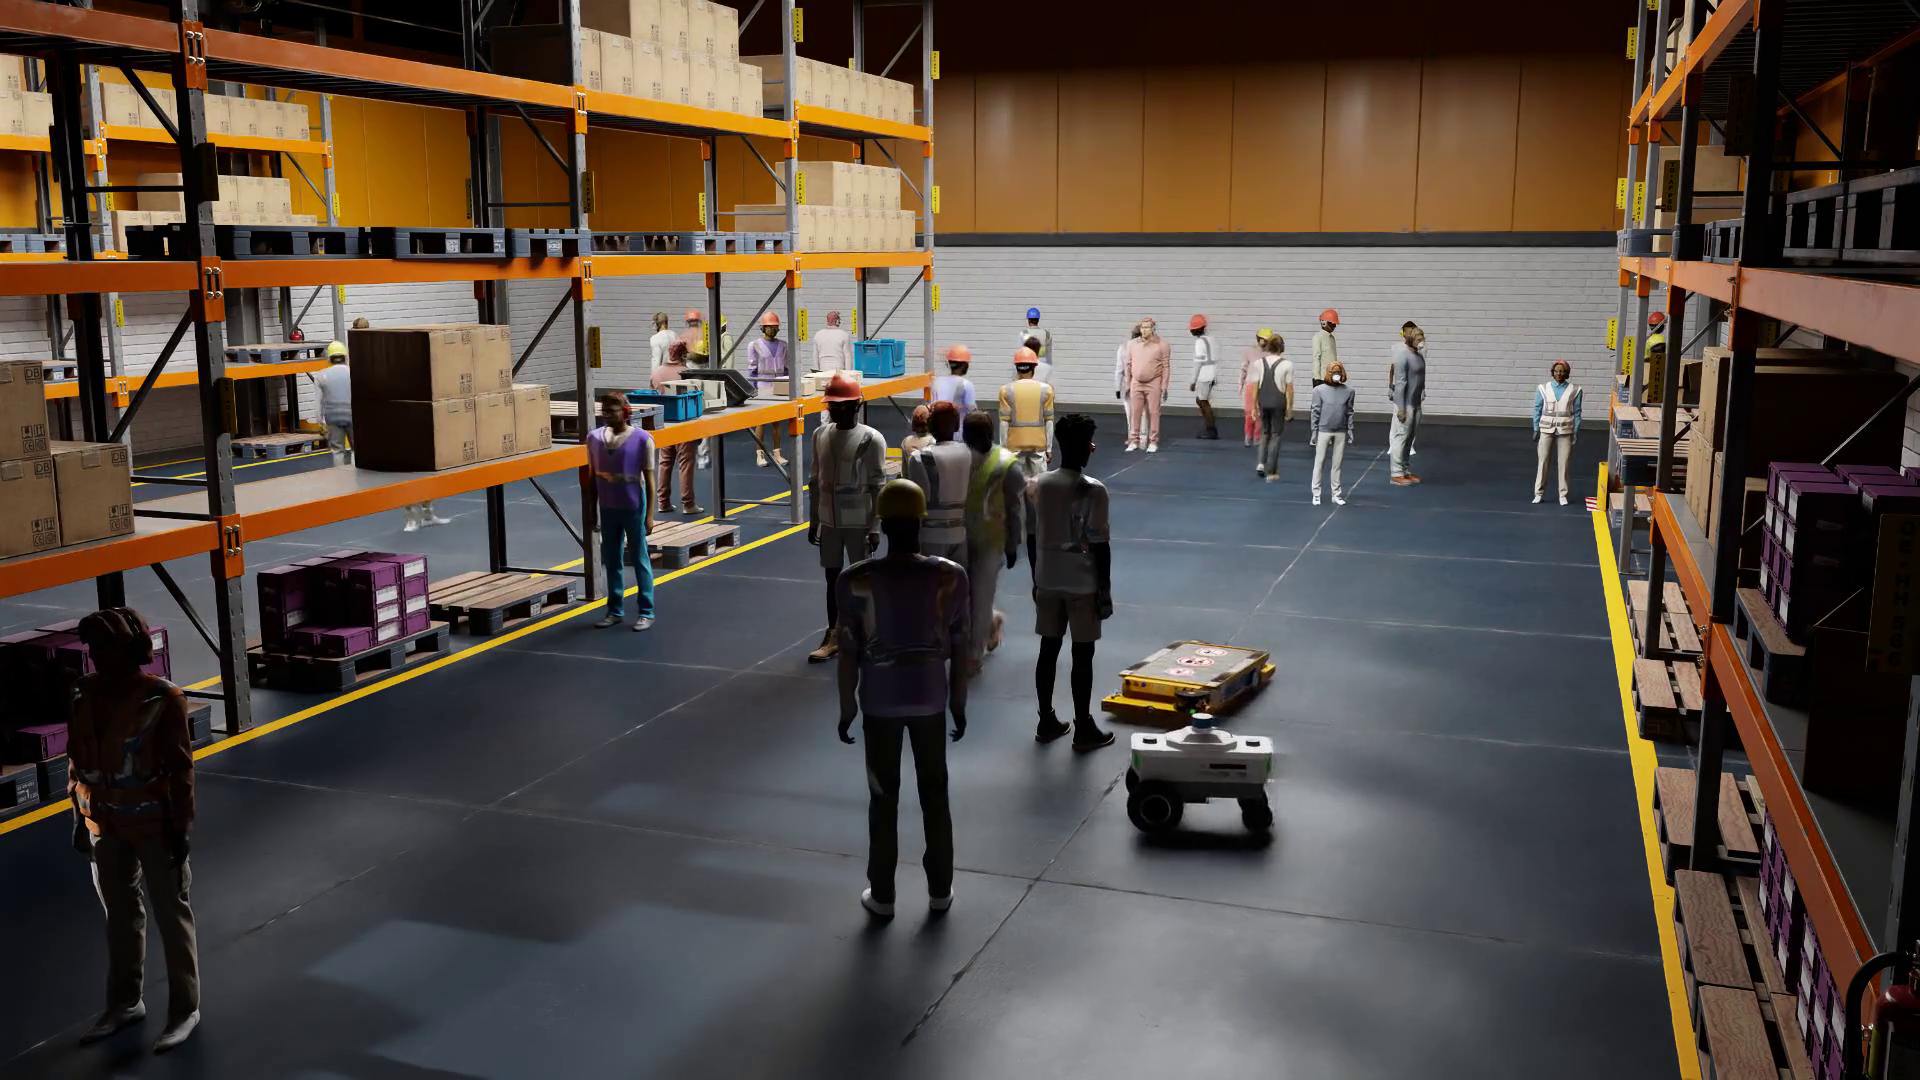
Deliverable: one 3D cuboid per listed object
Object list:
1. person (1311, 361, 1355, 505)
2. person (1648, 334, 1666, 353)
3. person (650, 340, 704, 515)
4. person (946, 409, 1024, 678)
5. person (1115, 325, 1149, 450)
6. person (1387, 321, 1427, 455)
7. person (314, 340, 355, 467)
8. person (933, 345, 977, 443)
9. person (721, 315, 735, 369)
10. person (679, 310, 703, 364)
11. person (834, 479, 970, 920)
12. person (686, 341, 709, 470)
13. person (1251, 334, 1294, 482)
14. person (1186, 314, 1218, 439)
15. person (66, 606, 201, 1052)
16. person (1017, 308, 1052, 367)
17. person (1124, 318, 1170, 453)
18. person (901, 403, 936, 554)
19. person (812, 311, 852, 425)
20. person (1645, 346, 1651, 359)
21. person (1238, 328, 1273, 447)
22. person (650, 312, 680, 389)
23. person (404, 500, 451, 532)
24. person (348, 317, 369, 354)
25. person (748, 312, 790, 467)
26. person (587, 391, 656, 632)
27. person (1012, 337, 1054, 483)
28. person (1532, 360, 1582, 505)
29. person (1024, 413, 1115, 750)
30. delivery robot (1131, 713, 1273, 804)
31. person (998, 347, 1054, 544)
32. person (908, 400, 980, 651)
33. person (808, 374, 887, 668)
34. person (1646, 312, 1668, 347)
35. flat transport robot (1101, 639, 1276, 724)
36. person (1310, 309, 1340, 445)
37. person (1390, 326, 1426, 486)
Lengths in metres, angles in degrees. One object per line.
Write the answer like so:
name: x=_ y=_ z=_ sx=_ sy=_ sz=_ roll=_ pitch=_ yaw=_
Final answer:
person: x=4.198 y=-1.204 z=18.743 sx=0.501 sy=1.632 sz=0.280 roll=-1 pitch=10 yaw=-6
person: x=8.259 y=-1.493 z=19.723 sx=0.400 sy=1.875 sz=0.628 roll=-2 pitch=10 yaw=-11
person: x=-3.061 y=-1.227 z=18.155 sx=0.636 sy=1.899 sz=0.396 roll=5 pitch=11 yaw=27
person: x=0.145 y=-0.007 z=11.468 sx=0.632 sy=1.822 sz=0.747 roll=6 pitch=11 yaw=29
person: x=2.582 y=-2.230 z=24.103 sx=0.642 sy=1.802 sz=0.792 roll=2 pitch=10 yaw=10
person: x=6.255 y=-2.121 z=23.245 sx=0.521 sy=1.873 sz=0.336 roll=2 pitch=10 yaw=12
person: x=-7.207 y=-1.417 z=19.422 sx=0.626 sy=1.812 sz=0.435 roll=-3 pitch=11 yaw=-17
person: x=-0.039 y=-1.106 z=17.507 sx=1.012 sy=1.887 sz=0.565 roll=-8 pitch=13 yaw=-40
person: x=-3.822 y=-2.704 z=26.660 sx=0.403 sy=1.821 sz=0.597 roll=-5 pitch=11 yaw=-25
person: x=-4.026 y=-2.518 z=25.296 sx=0.631 sy=1.925 sz=1.057 roll=-2 pitch=10 yaw=-13
person: x=-0.252 y=0.693 z=7.246 sx=0.590 sy=1.923 sz=0.383 roll=-2 pitch=10 yaw=-10
person: x=-3.403 y=-1.809 z=22.026 sx=0.501 sy=1.681 sz=0.882 roll=0 pitch=10 yaw=-1
person: x=3.887 y=-1.635 z=20.621 sx=0.506 sy=1.826 sz=0.431 roll=7 pitch=12 yaw=33
person: x=3.653 y=-2.447 z=25.025 sx=0.531 sy=1.889 sz=0.591 roll=3 pitch=11 yaw=18
person: x=-3.013 y=1.044 z=6.067 sx=0.514 sy=1.641 sz=0.309 roll=3 pitch=10 yaw=15
person: x=1.155 y=-2.661 z=26.066 sx=0.614 sy=1.945 sz=0.406 roll=-5 pitch=11 yaw=-25
person: x=2.631 y=-2.180 z=23.536 sx=0.658 sy=1.907 sz=0.407 roll=4 pitch=11 yaw=24
person: x=-0.280 y=-0.291 z=13.582 sx=0.310 sy=1.642 sz=0.514 roll=-10 pitch=14 yaw=-44
person: x=-1.953 y=-2.596 z=25.815 sx=0.642 sy=1.909 sz=0.399 roll=4 pitch=11 yaw=22
person: x=8.370 y=-1.525 z=20.353 sx=0.548 sy=1.703 sz=0.772 roll=6 pitch=12 yaw=32
person: x=4.318 y=-2.195 z=24.055 sx=0.557 sy=1.726 sz=0.706 roll=1 pitch=10 yaw=7
person: x=-4.382 y=-2.401 z=24.638 sx=0.372 sy=1.938 sz=0.630 roll=4 pitch=11 yaw=24
person: x=-5.547 y=-1.002 z=17.069 sx=0.388 sy=1.834 sz=0.702 roll=10 pitch=14 yaw=43
person: x=-8.191 y=-2.105 z=22.987 sx=0.358 sy=1.931 sz=0.628 roll=4 pitch=11 yaw=22
person: x=-2.506 y=-1.994 z=22.032 sx=0.607 sy=2.048 sz=0.366 roll=-7 pitch=12 yaw=-34
person: x=-2.553 y=-0.223 z=12.658 sx=0.565 sy=1.837 sz=0.389 roll=4 pitch=11 yaw=20
person: x=0.863 y=-1.539 z=20.143 sx=0.520 sy=1.819 sz=0.974 roll=-4 pitch=11 yaw=-23
person: x=6.729 y=-1.211 z=18.770 sx=0.514 sy=1.641 sz=0.307 roll=4 pitch=11 yaw=22
person: x=0.645 y=0.238 z=9.690 sx=0.607 sy=1.966 sz=0.367 roll=9 pitch=13 yaw=41
delivery robot: x=1.222 y=1.122 z=8.422 sx=0.707 sy=0.478 sz=0.477 roll=1 pitch=10 yaw=5
person: x=0.641 y=-0.922 z=16.329 sx=0.547 sy=1.929 sz=0.385 roll=-1 pitch=10 yaw=-5
person: x=-0.103 y=-0.015 z=11.343 sx=0.584 sy=1.883 sz=0.345 roll=-6 pitch=12 yaw=-29
person: x=-0.803 y=-0.134 z=11.569 sx=0.608 sy=2.044 sz=0.373 roll=5 pitch=11 yaw=28
person: x=10.282 y=-2.409 z=24.662 sx=0.341 sy=1.942 sz=0.552 roll=0 pitch=10 yaw=-2
flat transport robot: x=1.504 y=0.895 z=10.760 sx=0.652 sy=0.197 sz=1.431 roll=6 pitch=11 yaw=29
person: x=5.340 y=-2.376 z=24.347 sx=0.386 sy=1.989 sz=0.608 roll=7 pitch=12 yaw=34
person: x=5.487 y=-1.640 z=20.342 sx=0.352 sy=1.937 sz=0.635 roll=7 pitch=13 yaw=36
